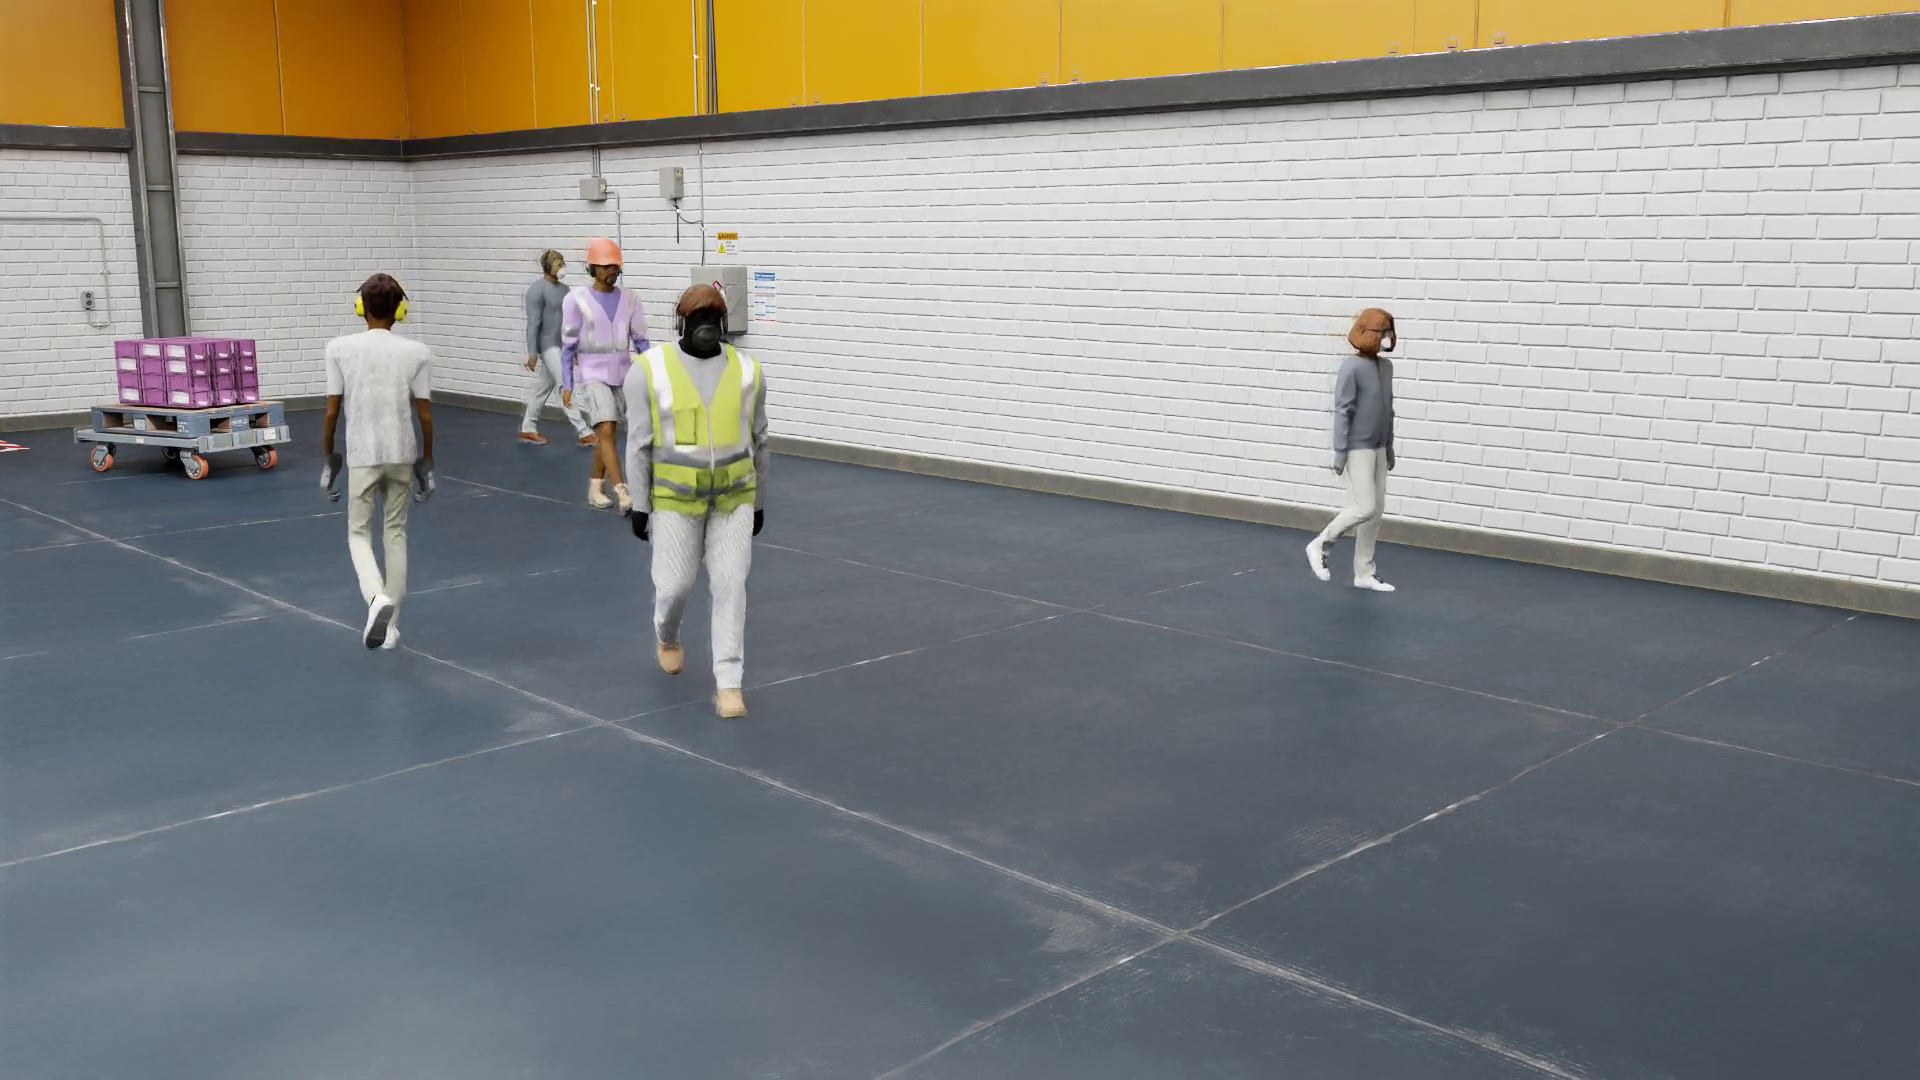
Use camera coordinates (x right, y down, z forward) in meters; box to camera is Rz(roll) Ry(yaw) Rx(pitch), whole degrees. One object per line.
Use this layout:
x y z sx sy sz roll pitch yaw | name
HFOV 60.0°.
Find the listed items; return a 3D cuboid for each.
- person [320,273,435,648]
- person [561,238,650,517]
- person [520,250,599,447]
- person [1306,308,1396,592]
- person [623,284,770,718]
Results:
-2.803 -0.360 8.040 0.545 1.842 0.562 -5 11 -23 | person
-2.506 -1.169 12.047 0.637 1.989 1.030 -8 13 -38 | person
-3.856 -1.827 15.941 1.009 1.885 0.647 3 11 15 | person
2.281 -0.507 9.460 0.410 1.623 0.504 9 14 41 | person
-1.121 -0.187 7.149 0.637 1.826 0.699 -4 11 -20 | person
